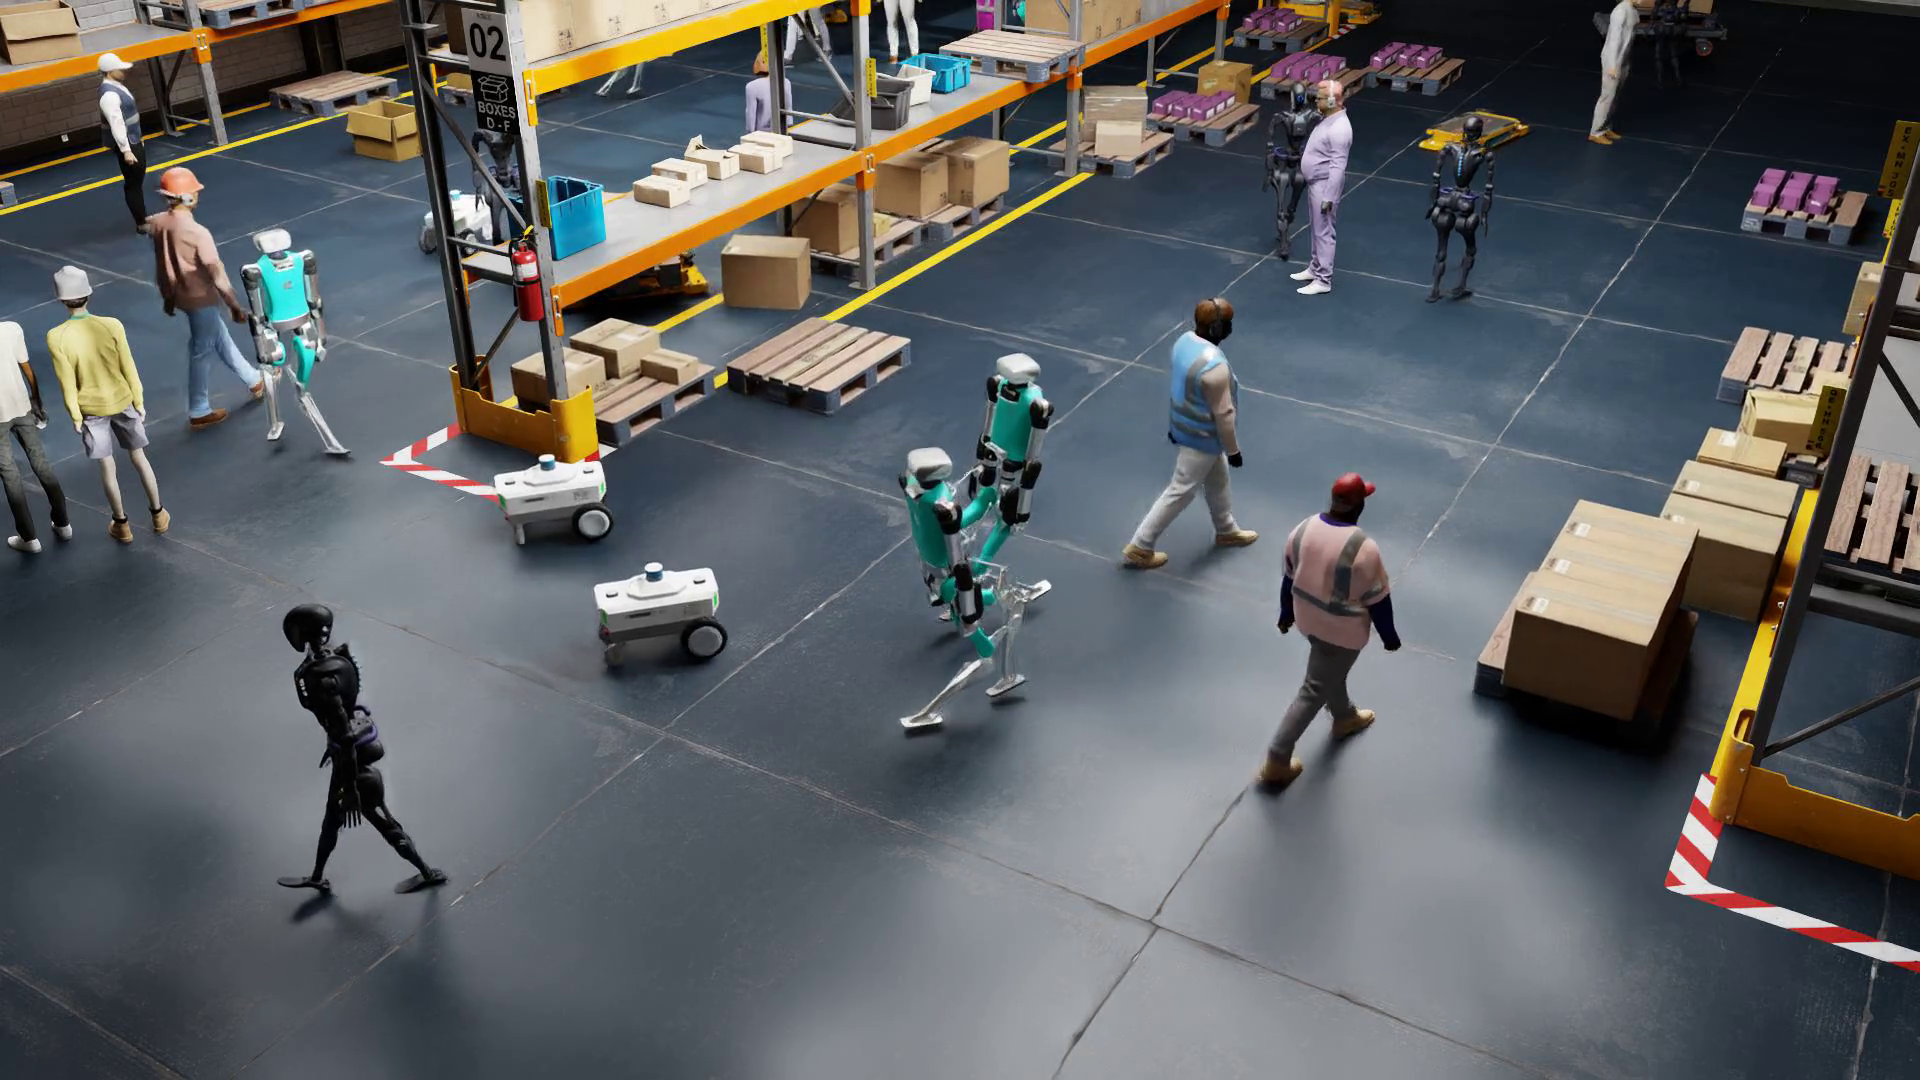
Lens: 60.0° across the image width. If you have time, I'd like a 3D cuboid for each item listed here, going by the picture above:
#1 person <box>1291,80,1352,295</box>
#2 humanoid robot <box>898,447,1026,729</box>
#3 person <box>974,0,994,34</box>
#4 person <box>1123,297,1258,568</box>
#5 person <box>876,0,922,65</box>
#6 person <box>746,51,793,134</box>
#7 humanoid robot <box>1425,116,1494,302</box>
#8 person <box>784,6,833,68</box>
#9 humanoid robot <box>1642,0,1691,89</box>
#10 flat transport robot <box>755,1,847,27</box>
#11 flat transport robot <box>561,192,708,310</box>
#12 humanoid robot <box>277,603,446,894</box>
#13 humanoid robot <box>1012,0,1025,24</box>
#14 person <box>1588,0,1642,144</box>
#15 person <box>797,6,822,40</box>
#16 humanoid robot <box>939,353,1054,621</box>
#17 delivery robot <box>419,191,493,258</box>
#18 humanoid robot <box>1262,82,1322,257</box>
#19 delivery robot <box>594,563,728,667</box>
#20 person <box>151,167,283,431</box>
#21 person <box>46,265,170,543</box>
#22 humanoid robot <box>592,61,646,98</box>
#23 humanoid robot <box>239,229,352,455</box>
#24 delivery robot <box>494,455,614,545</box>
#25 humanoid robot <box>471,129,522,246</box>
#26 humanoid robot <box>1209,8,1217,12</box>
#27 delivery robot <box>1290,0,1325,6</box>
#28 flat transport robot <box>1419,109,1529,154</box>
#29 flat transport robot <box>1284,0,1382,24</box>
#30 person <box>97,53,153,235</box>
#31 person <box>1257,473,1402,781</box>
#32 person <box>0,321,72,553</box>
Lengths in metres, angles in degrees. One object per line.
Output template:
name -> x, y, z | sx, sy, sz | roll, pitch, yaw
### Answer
person -> 3.225, -3.145, 14.844 | 0.407, 1.904, 0.650 | 1, 29, 2
humanoid robot -> 0.130, 0.246, 9.067 | 1.017, 1.750, 0.532 | -15, 33, -24
person -> 0.346, -6.373, 20.612 | 0.335, 1.846, 0.510 | -14, 32, -23
person -> 1.503, -0.677, 10.589 | 0.952, 1.798, 0.632 | -4, 30, -7
person -> -0.808, -7.342, 22.263 | 0.648, 1.920, 0.385 | 4, 30, 8
person -> -1.927, -4.141, 16.887 | 0.504, 1.626, 0.286 | -17, 33, -27
humanoid robot -> 4.412, -2.936, 14.714 | 0.600, 1.644, 0.523 | 22, 36, 33
person -> -2.111, -7.322, 22.251 | 0.485, 1.884, 1.033 | 25, 38, 37
humanoid robot -> 9.082, -6.607, 21.211 | 0.637, 1.641, 0.402 | -10, 31, -18
flat transport robot -> -2.450, -7.848, 24.825 | 1.431, 0.231, 0.659 | -8, 30, -13
flat transport robot -> -3.071, -2.354, 15.106 | 1.431, 0.231, 0.659 | -11, 31, -18
humanoid robot -> -2.887, 1.030, 7.733 | 0.766, 1.626, 0.601 | -14, 33, -24
humanoid robot -> 1.005, -7.146, 22.120 | 1.049, 1.745, 0.556 | -21, 36, -33
person -> 7.549, -5.498, 19.039 | 0.393, 1.881, 0.593 | 23, 36, 34
person -> -2.164, -7.999, 23.581 | 0.561, 1.751, 0.323 | 3, 30, 6
humanoid robot -> 0.113, -0.208, 9.827 | 1.027, 1.727, 0.537 | -19, 35, -30
delivery robot -> -4.861, -3.060, 16.081 | 0.499, 0.612, 0.813 | 8, 30, 13
humanoid robot -> 3.178, -3.508, 15.749 | 0.590, 1.630, 0.738 | -4, 30, -8
delivery robot -> -1.783, 0.420, 9.920 | 0.807, 0.606, 0.499 | -9, 31, -15
person -> -5.594, -1.854, 12.504 | 0.654, 1.953, 0.976 | 20, 35, 31
person -> -5.559, -0.868, 10.833 | 0.472, 1.891, 0.385 | -19, 35, -30
humanoid robot -> -4.206, -6.290, 20.571 | 0.530, 1.734, 0.946 | 20, 35, 32
humanoid robot -> -4.914, -1.438, 12.015 | 0.530, 1.770, 0.942 | -26, 38, -38
delivery robot -> -2.724, -0.298, 11.168 | 0.747, 0.585, 0.523 | -9, 31, -16
humanoid robot -> -4.151, -3.217, 15.204 | 0.610, 1.645, 0.346 | -3, 30, -5
humanoid robot -> 3.747, -8.654, 24.747 | 0.534, 1.744, 0.923 | 18, 34, 29
delivery robot -> 5.342, -8.156, 25.081 | 0.775, 0.596, 0.499 | 14, 32, 23
flat transport robot -> 5.973, -4.712, 19.278 | 0.659, 0.231, 1.431 | 24, 37, 36
flat transport robot -> 5.575, -8.000, 25.093 | 1.431, 0.231, 0.659 | 16, 33, 26
person -> -8.140, -3.864, 16.262 | 0.427, 1.758, 0.747 | -10, 31, -17
person -> 1.935, 0.443, 8.709 | 0.938, 1.707, 0.584 | -16, 33, -26
person -> -6.167, -0.800, 10.732 | 0.329, 1.872, 0.509 | 21, 35, 32
